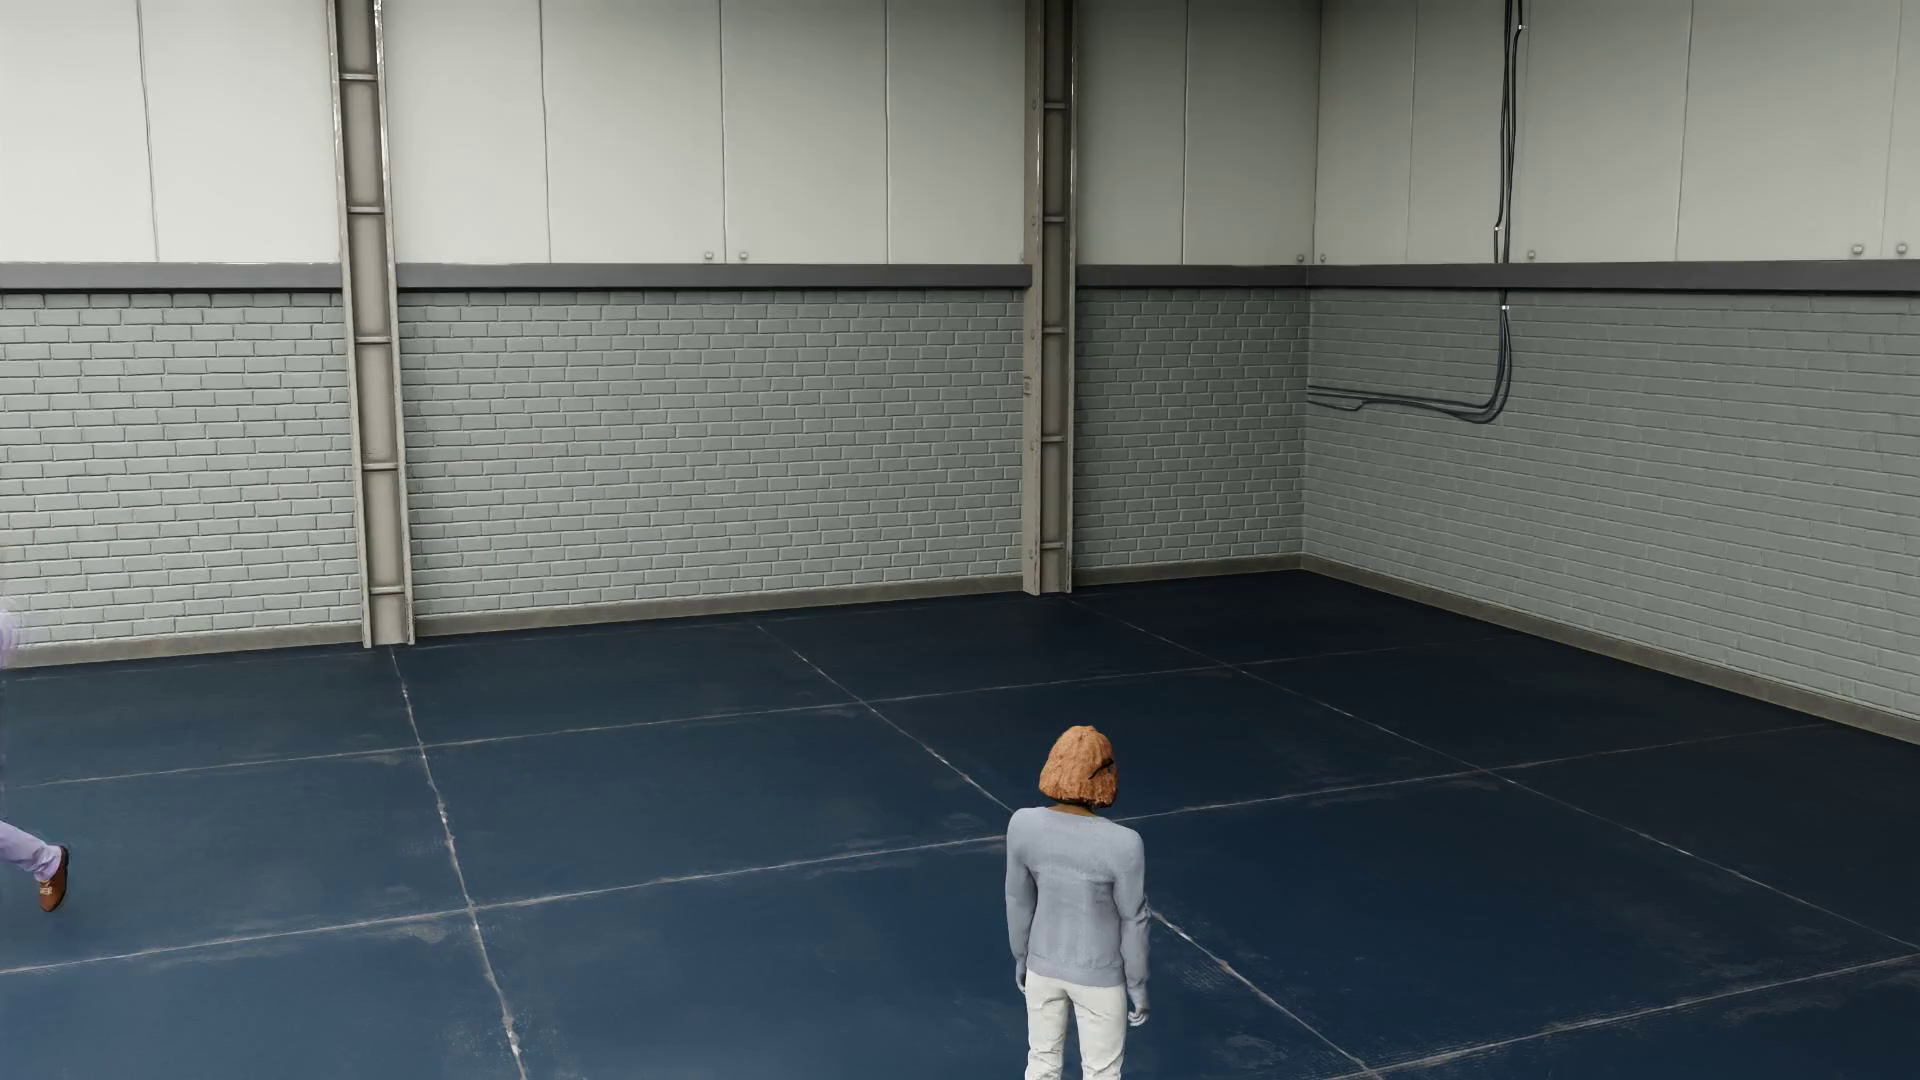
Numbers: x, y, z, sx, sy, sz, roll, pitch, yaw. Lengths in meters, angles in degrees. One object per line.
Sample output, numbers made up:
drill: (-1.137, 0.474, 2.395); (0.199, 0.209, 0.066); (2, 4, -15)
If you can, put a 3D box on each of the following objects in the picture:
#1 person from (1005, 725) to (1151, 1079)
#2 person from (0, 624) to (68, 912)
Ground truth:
person: (0.378, 1.387, 5.284); (0.500, 1.633, 0.280); (6, 11, 31)
person: (-4.514, 0.911, 7.479); (0.652, 1.888, 0.761); (3, 10, 20)
